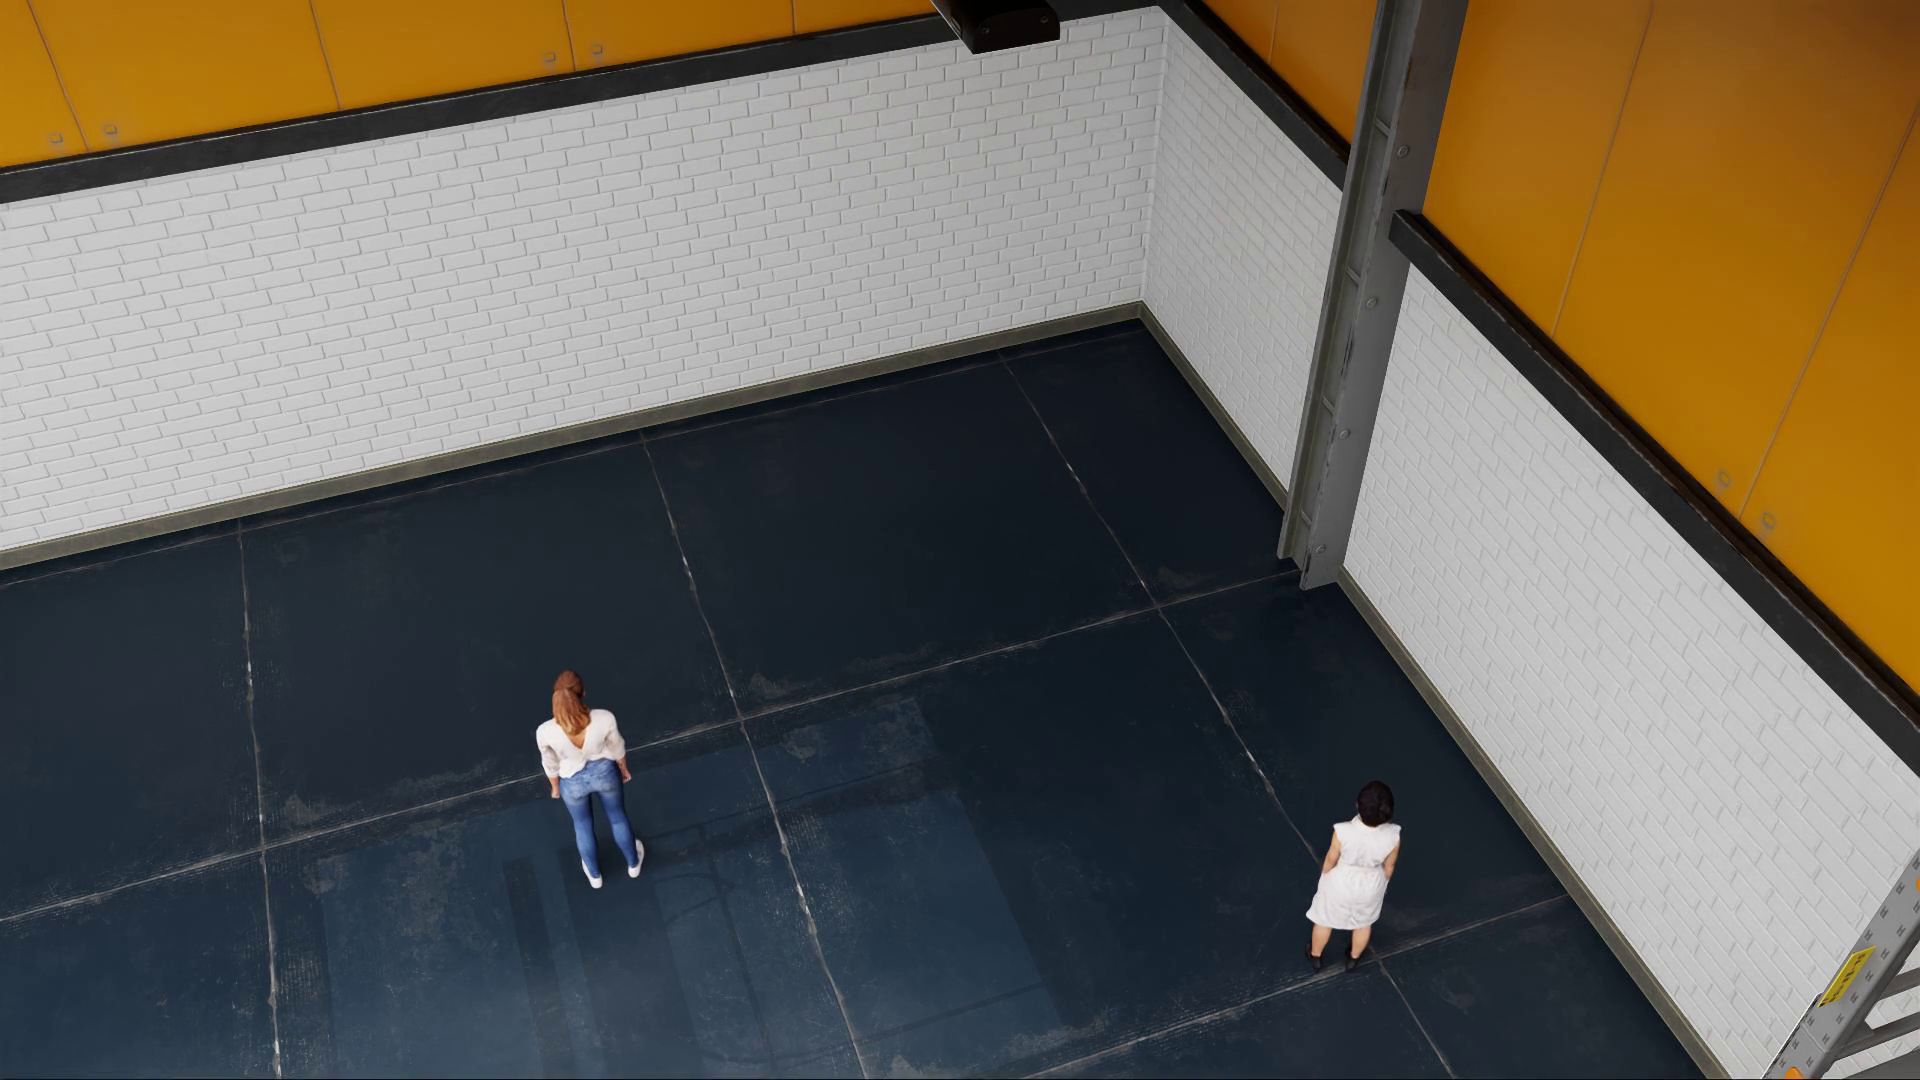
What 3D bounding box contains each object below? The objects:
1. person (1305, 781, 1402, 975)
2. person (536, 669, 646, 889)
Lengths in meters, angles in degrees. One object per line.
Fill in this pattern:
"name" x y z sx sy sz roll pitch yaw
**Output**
"person" 2.142 1.858 9.045 0.633 1.553 0.629 1 44 1
"person" -2.101 1.363 9.444 0.616 1.719 0.516 -12 45 -12
